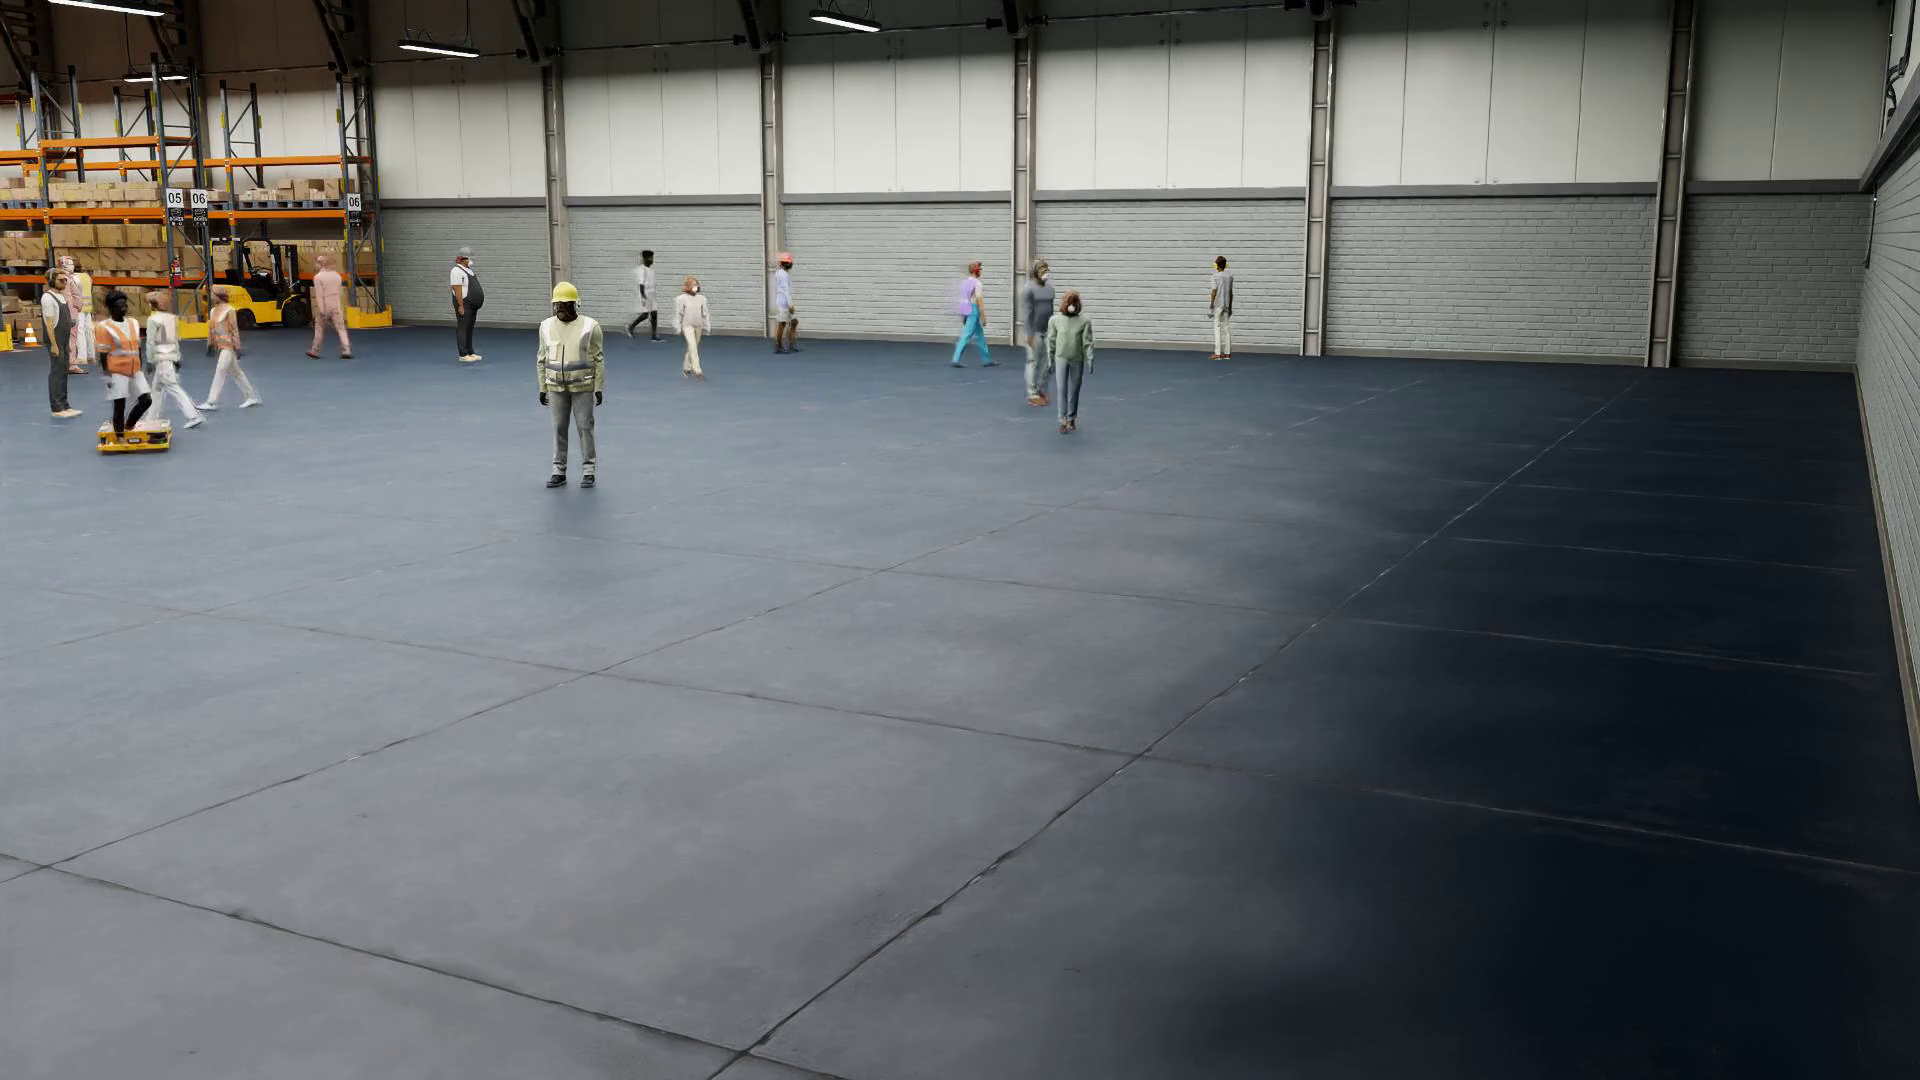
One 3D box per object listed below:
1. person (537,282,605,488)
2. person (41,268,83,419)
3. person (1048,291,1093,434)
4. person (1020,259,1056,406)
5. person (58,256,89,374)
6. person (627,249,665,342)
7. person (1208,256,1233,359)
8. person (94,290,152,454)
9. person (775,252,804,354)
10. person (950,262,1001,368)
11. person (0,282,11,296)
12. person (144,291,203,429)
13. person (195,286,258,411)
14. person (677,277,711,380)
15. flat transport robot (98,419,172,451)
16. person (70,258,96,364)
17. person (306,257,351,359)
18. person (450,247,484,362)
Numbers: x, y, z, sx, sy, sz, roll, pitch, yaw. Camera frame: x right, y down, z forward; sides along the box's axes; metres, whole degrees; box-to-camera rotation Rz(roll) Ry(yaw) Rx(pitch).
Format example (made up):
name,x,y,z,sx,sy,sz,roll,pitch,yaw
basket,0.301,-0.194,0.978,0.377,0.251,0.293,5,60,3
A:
name,x,y,z,sx,sy,sz,roll,pitch,yaw
person,-3.468,-1.372,14.795,0.600,1.829,0.404,1,10,5
person,-11.085,-2.418,20.465,0.325,1.843,0.517,-2,11,-11
person,1.262,-2.038,19.042,0.517,1.609,0.698,0,10,-1
person,1.055,-2.705,21.811,0.641,1.921,0.442,-9,14,-40
person,-14.415,-3.638,26.952,0.408,1.905,0.654,-7,12,-33
person,-6.654,-5.163,35.146,0.731,1.950,0.618,3,11,18
person,4.717,-4.200,30.133,0.518,1.862,0.323,-6,12,-29
person,-8.587,-1.719,17.081,0.370,1.680,0.554,4,11,20
person,-3.204,-4.465,31.421,0.701,1.913,0.567,-1,10,-3
person,0.235,-3.830,28.306,0.955,1.800,0.581,-4,11,-20
person,-26.117,-6.982,45.194,0.484,1.909,0.596,5,11,24
person,-9.221,-2.082,19.299,0.837,1.600,0.525,0,10,1
person,-9.494,-2.472,21.451,0.537,1.587,0.880,9,14,40
person,-4.194,-3.321,26.076,0.511,1.593,0.839,-8,13,-38
flat transport robot,-8.779,-1.126,17.710,0.652,0.197,1.431,-4,11,-23
person,-15.425,-4.000,29.105,0.429,1.839,0.633,1,10,4
person,-11.508,-4.218,30.270,1.015,1.856,0.639,6,12,29
person,-8.780,-4.215,29.728,0.535,2.000,0.674,0,10,2
